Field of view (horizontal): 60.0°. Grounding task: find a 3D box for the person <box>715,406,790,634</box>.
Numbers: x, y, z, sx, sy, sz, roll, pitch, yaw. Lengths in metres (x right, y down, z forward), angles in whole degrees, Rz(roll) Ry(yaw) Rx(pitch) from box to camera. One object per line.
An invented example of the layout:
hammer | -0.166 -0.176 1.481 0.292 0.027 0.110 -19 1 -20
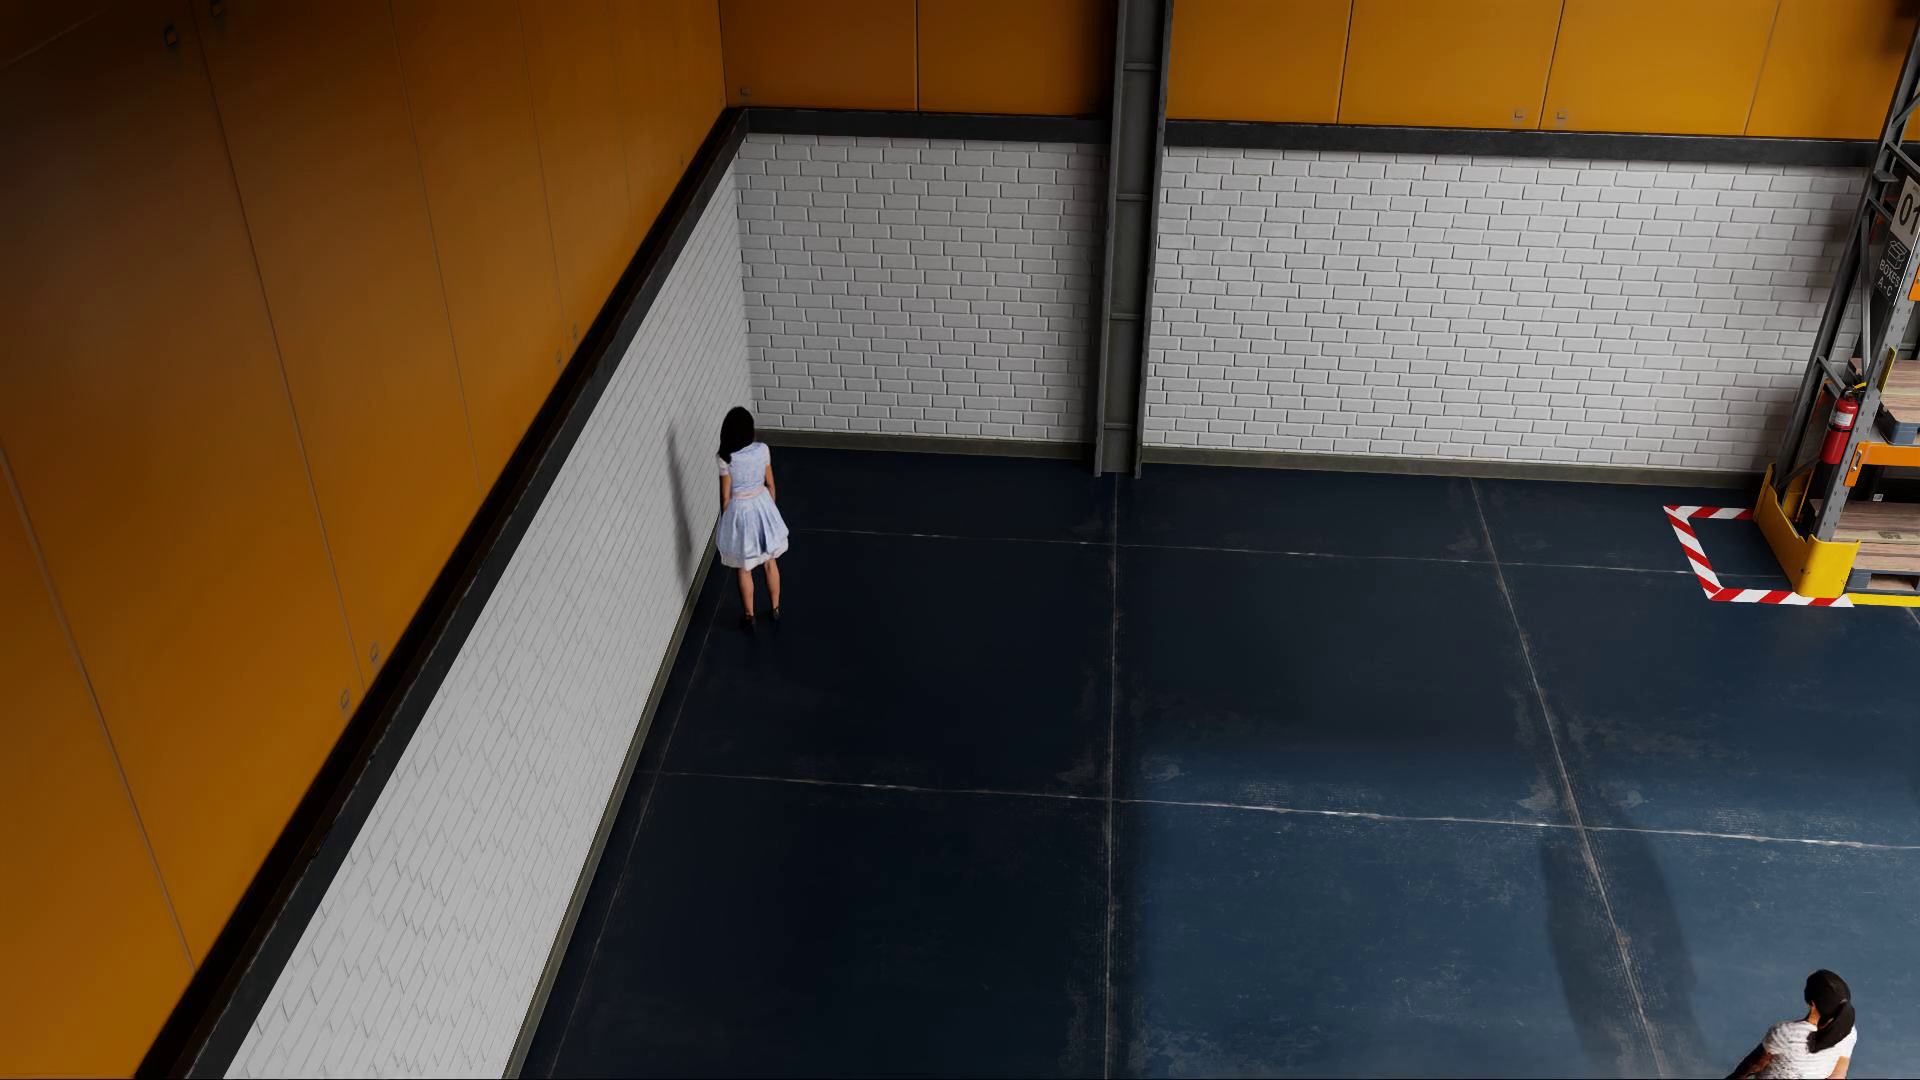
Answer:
person | -1.510 -0.136 11.934 0.820 1.813 0.897 -13 36 -19

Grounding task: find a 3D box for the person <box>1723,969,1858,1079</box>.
person | 3.927 2.698 7.841 0.750 1.624 0.752 -7 34 -10
